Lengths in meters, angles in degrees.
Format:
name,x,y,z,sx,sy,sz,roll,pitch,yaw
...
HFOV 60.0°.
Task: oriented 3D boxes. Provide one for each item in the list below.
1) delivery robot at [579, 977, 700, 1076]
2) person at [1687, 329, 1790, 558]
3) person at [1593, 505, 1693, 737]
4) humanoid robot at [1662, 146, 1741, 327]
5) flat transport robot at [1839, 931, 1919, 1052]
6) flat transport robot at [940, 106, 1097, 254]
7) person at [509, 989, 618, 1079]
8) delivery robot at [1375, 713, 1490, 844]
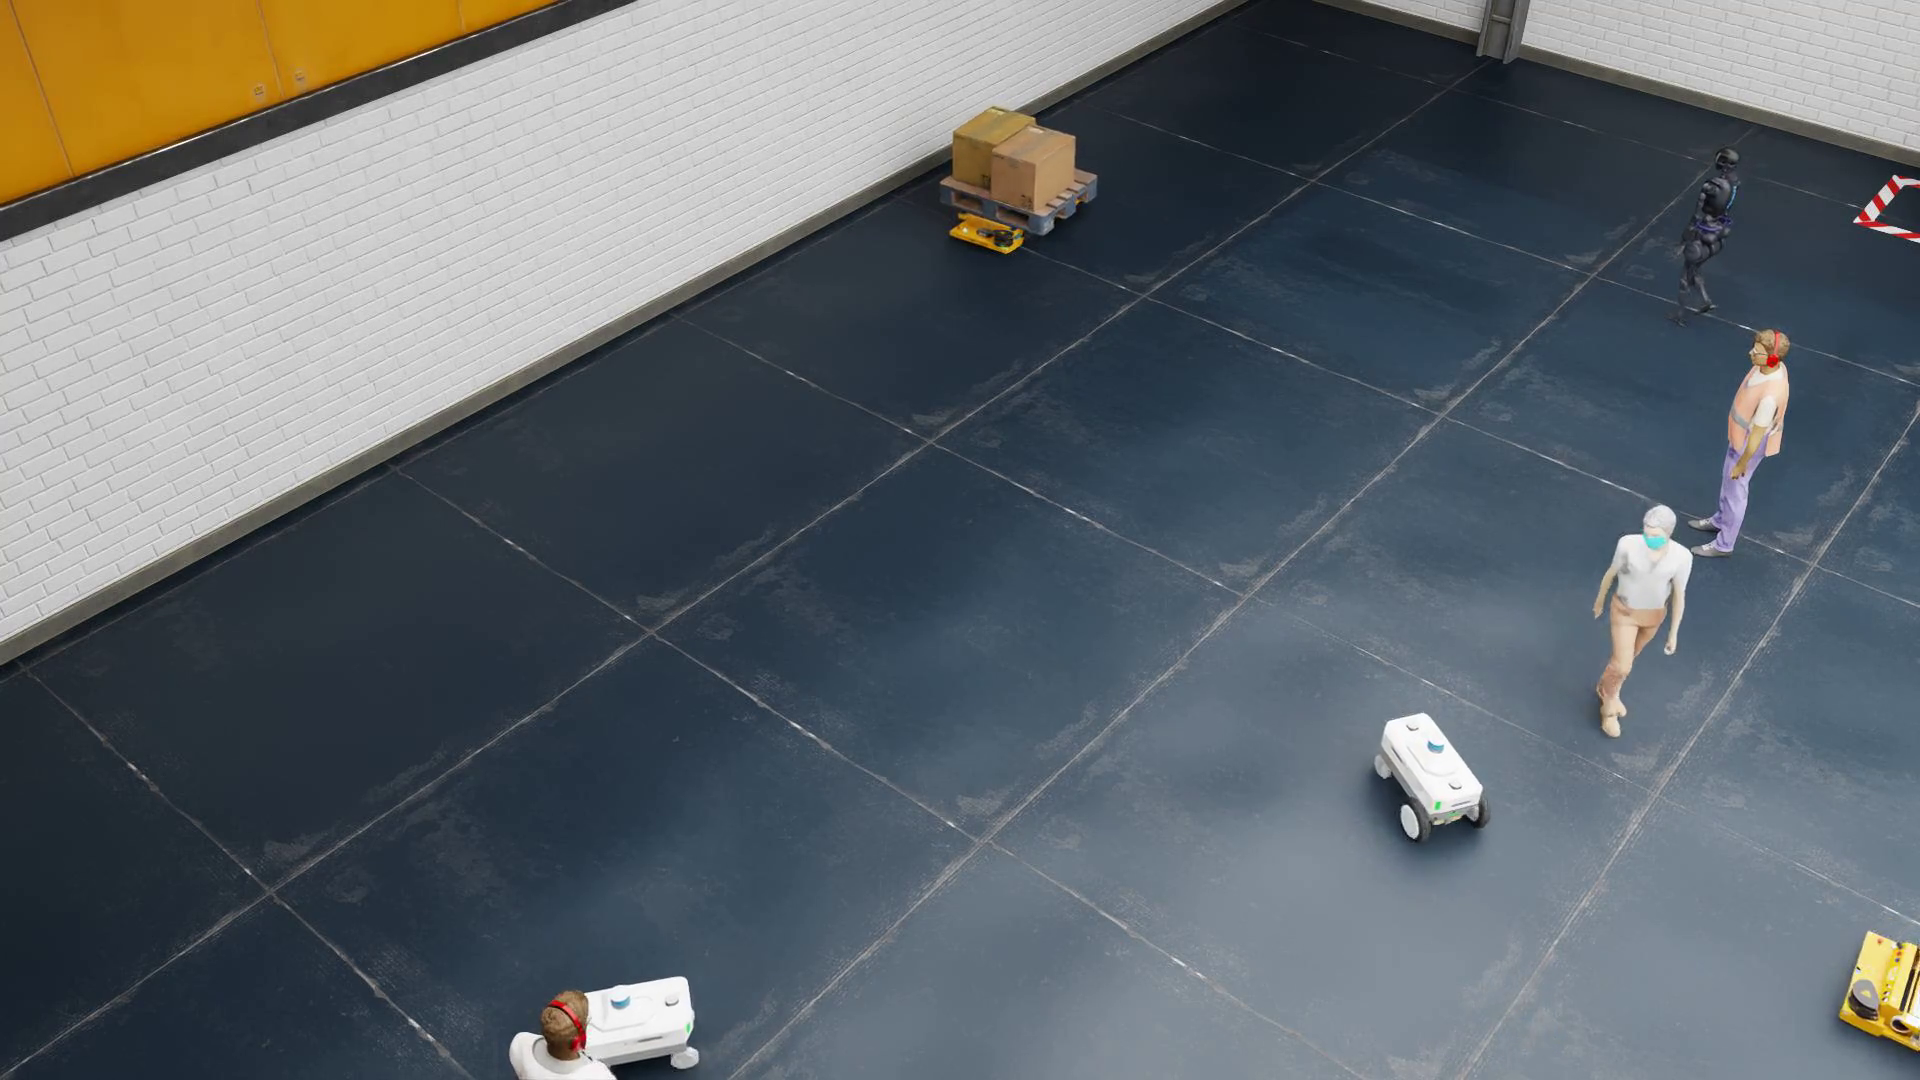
name,x,y,z,sx,sy,sz,roll,pitch,yaw
delivery robot,-1.795,2.592,8.839,0.774,0.592,0.499,-8,40,-10
person,5.634,-0.687,11.894,0.390,1.836,0.559,11,40,13
person,4.285,0.516,10.494,0.427,1.716,0.577,1,39,1
humanoid robot,6.471,-2.602,14.398,0.593,1.647,0.399,-24,45,-27
flat transport robot,5.603,2.654,8.992,1.431,0.231,0.659,23,44,26
flat transport robot,0.575,-3.244,16.313,0.659,0.231,1.431,23,44,26
person,-1.743,2.734,7.649,0.563,1.834,0.406,18,42,21
delivery robot,2.906,1.463,10.255,0.499,0.611,0.792,-11,40,-13
